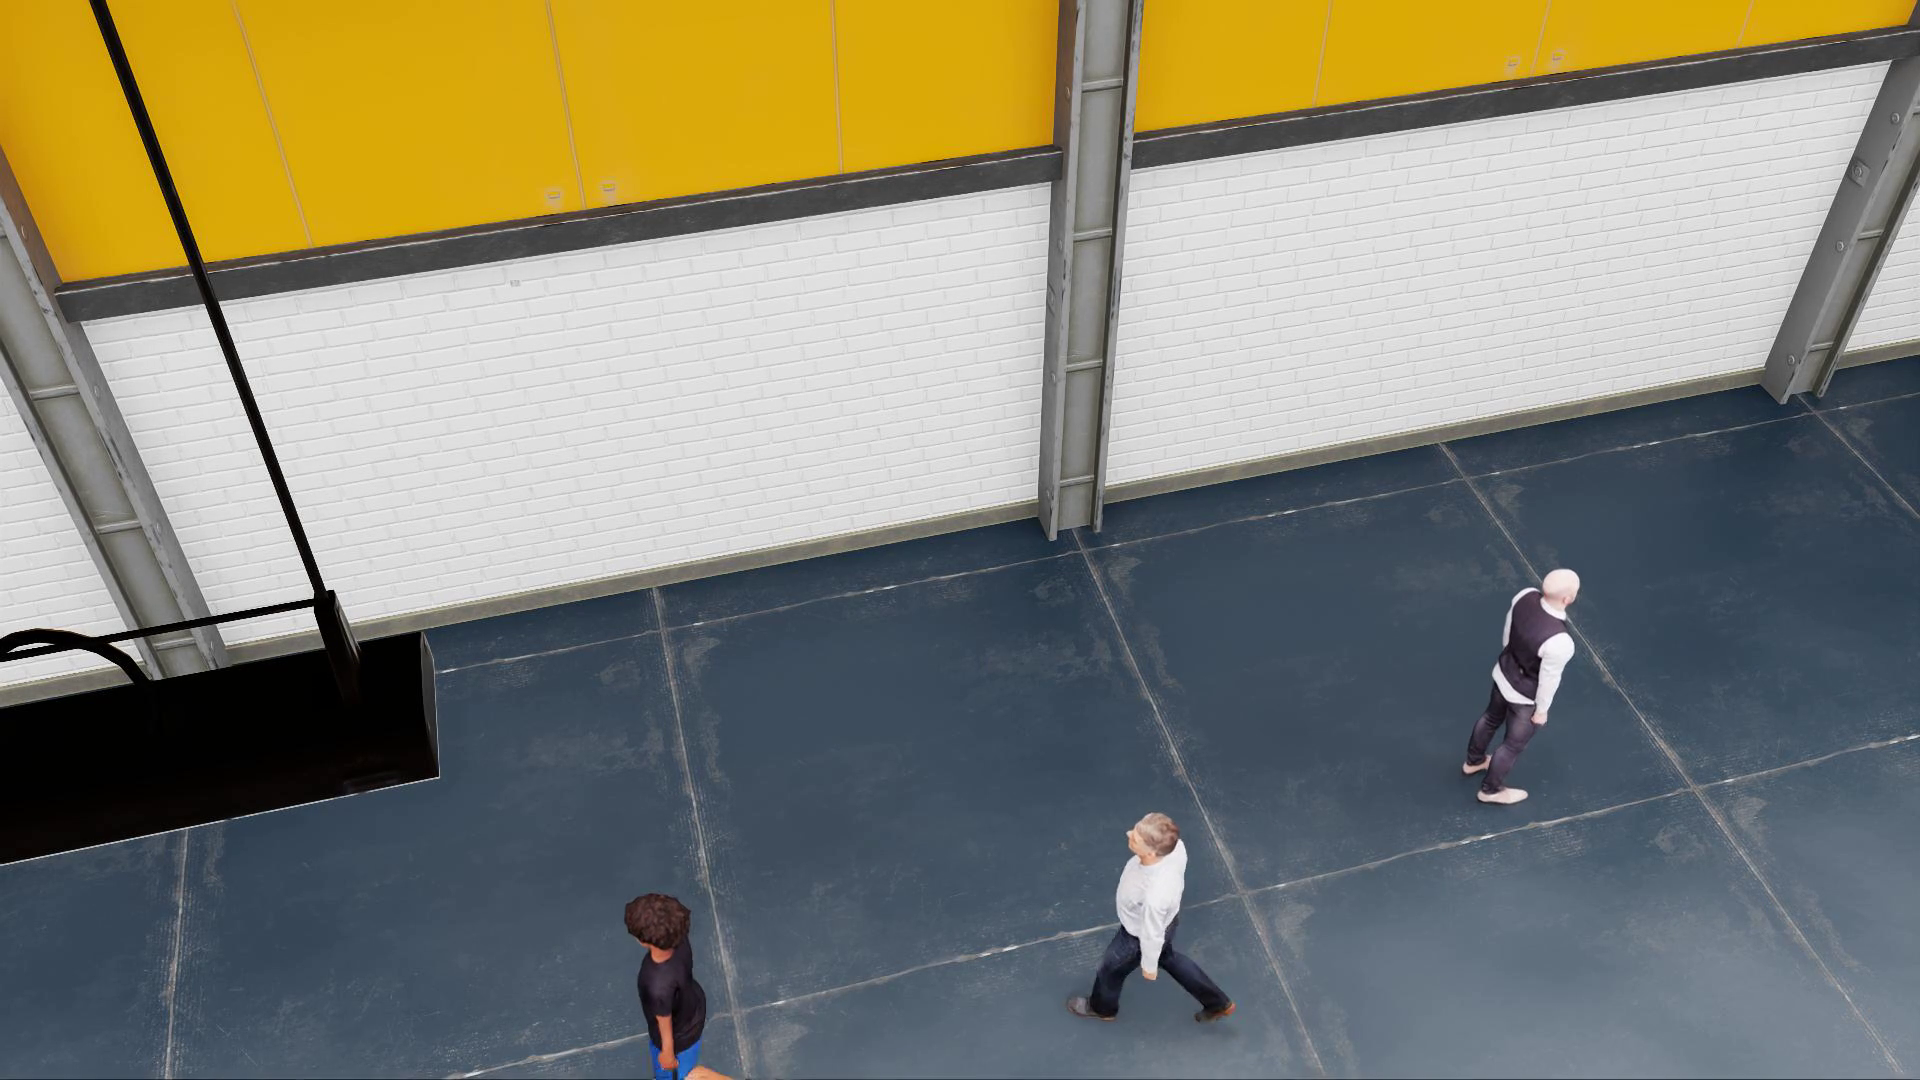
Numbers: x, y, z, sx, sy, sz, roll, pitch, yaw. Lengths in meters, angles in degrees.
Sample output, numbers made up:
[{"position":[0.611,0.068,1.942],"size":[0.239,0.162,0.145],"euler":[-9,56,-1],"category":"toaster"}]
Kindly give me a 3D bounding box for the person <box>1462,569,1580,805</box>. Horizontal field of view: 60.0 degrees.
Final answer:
[{"position":[3.282,0.858,9.696],"size":[0.577,1.823,0.684],"euler":[-9,44,-9],"category":"person"}]

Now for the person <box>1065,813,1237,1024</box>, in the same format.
[{"position":[1.039,1.994,8.526],"size":[1.229,1.793,1.040],"euler":[11,45,12],"category":"person"}]

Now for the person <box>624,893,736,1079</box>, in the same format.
[{"position":[-1.314,2.346,8.167],"size":[0.919,1.779,0.730],"euler":[0,44,0],"category":"person"}]
